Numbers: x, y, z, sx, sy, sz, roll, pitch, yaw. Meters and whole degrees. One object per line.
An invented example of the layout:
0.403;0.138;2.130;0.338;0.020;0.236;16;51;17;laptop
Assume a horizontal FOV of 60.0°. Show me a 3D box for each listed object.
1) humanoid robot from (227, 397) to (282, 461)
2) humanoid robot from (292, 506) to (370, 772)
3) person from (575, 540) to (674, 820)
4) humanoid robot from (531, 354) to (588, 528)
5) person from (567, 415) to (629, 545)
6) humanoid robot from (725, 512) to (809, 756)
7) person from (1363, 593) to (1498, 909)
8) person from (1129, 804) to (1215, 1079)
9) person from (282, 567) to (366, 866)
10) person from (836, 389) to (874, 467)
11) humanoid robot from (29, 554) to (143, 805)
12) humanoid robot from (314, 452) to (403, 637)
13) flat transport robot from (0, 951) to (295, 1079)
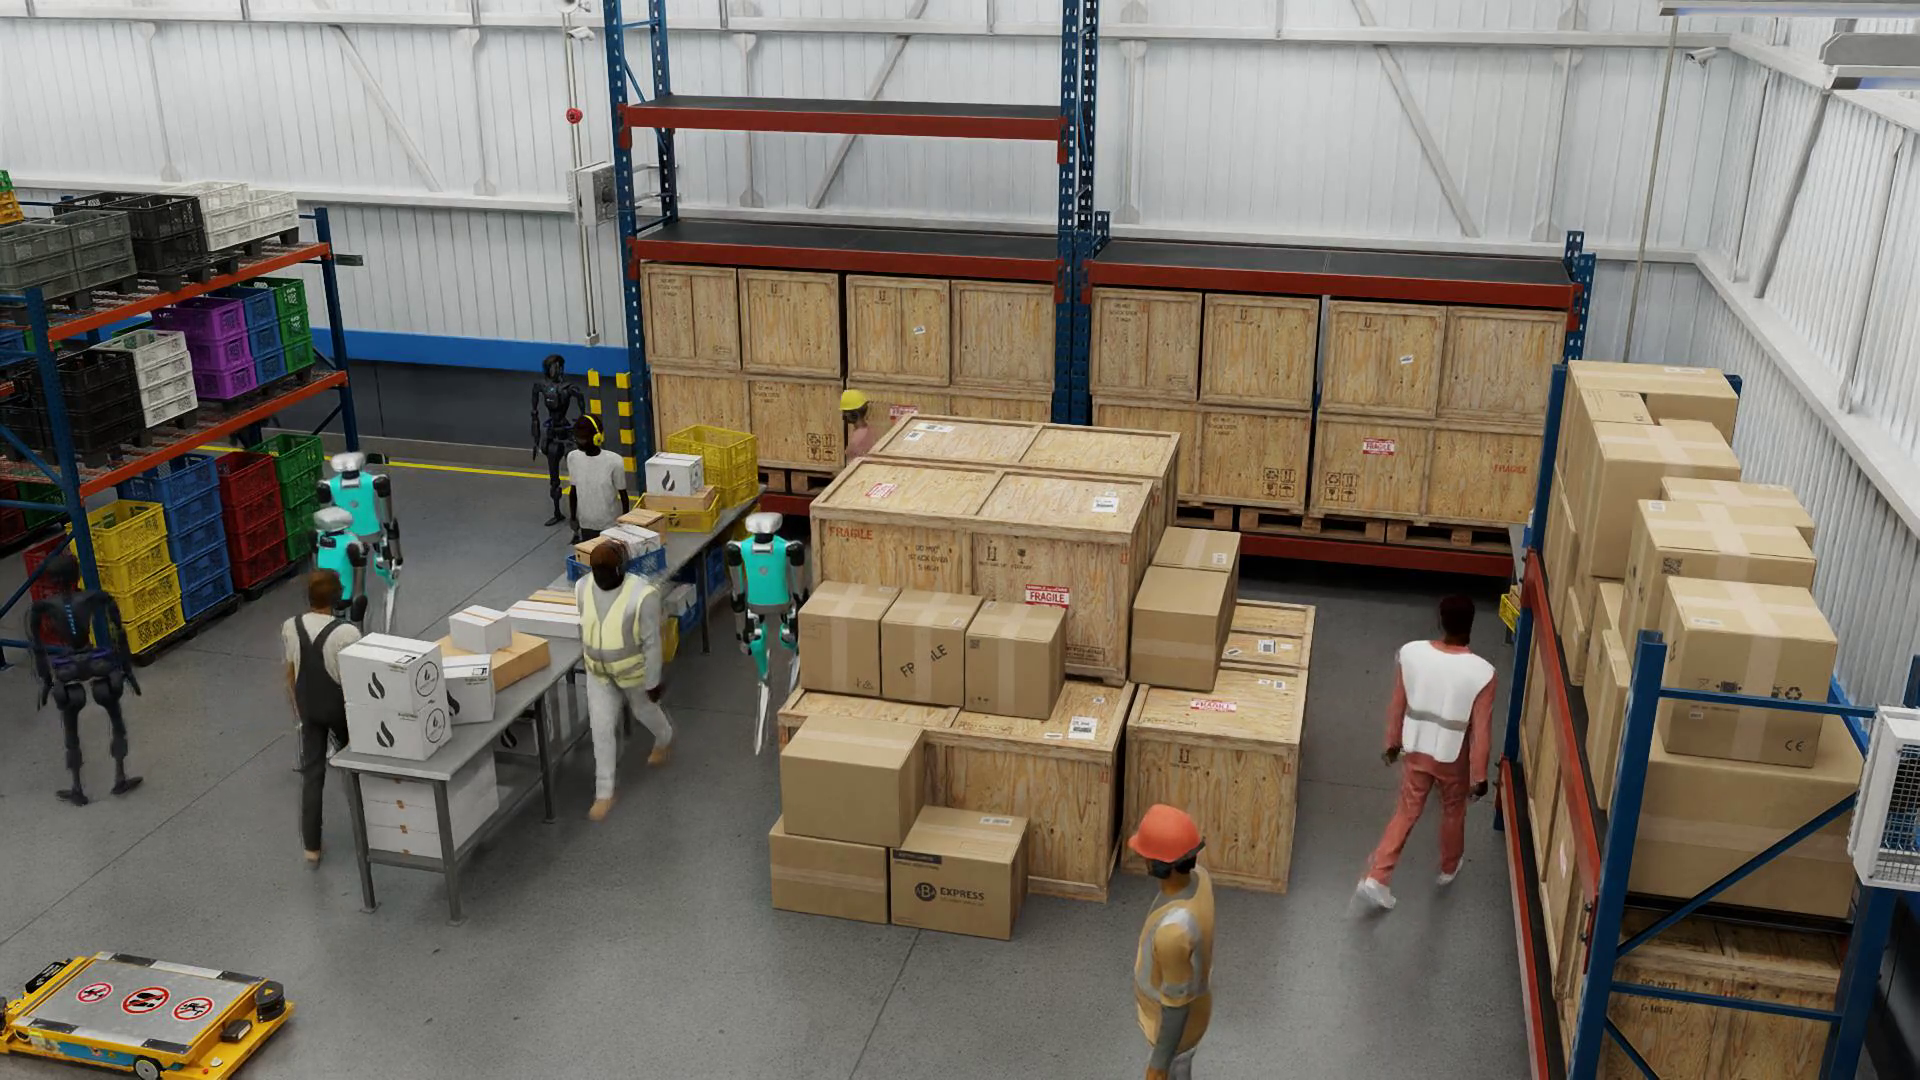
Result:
-6.908;-1.195;16.256;0.782;1.621;0.587;8;22;21;humanoid robot
-4.309;0.761;11.124;0.536;1.880;0.808;14;25;32;humanoid robot
-2.168;0.811;10.799;0.626;1.795;0.965;6;22;15;person
-3.694;-0.920;15.463;0.599;1.654;0.315;5;22;13;humanoid robot
-2.832;-0.090;13.050;0.513;1.862;0.323;6;22;15;person
-1.275;0.589;11.484;0.541;1.797;0.835;1;21;3;humanoid robot
2.735;1.229;9.593;0.638;1.874;0.893;16;26;35;person
0.883;2.061;7.178;0.393;2.038;0.609;6;22;15;person
-3.856;1.067;10.138;0.523;1.805;0.747;1;21;3;person
-0.871;-0.417;14.057;0.452;1.743;0.539;2;21;6;person
-5.657;0.886;10.753;0.596;1.628;0.387;-9;23;-22;humanoid robot
-4.521;0.154;12.717;0.551;1.872;0.772;-5;21;-13;humanoid robot
-4.270;2.464;8.601;1.431;0.231;0.659;5;22;13;flat transport robot
